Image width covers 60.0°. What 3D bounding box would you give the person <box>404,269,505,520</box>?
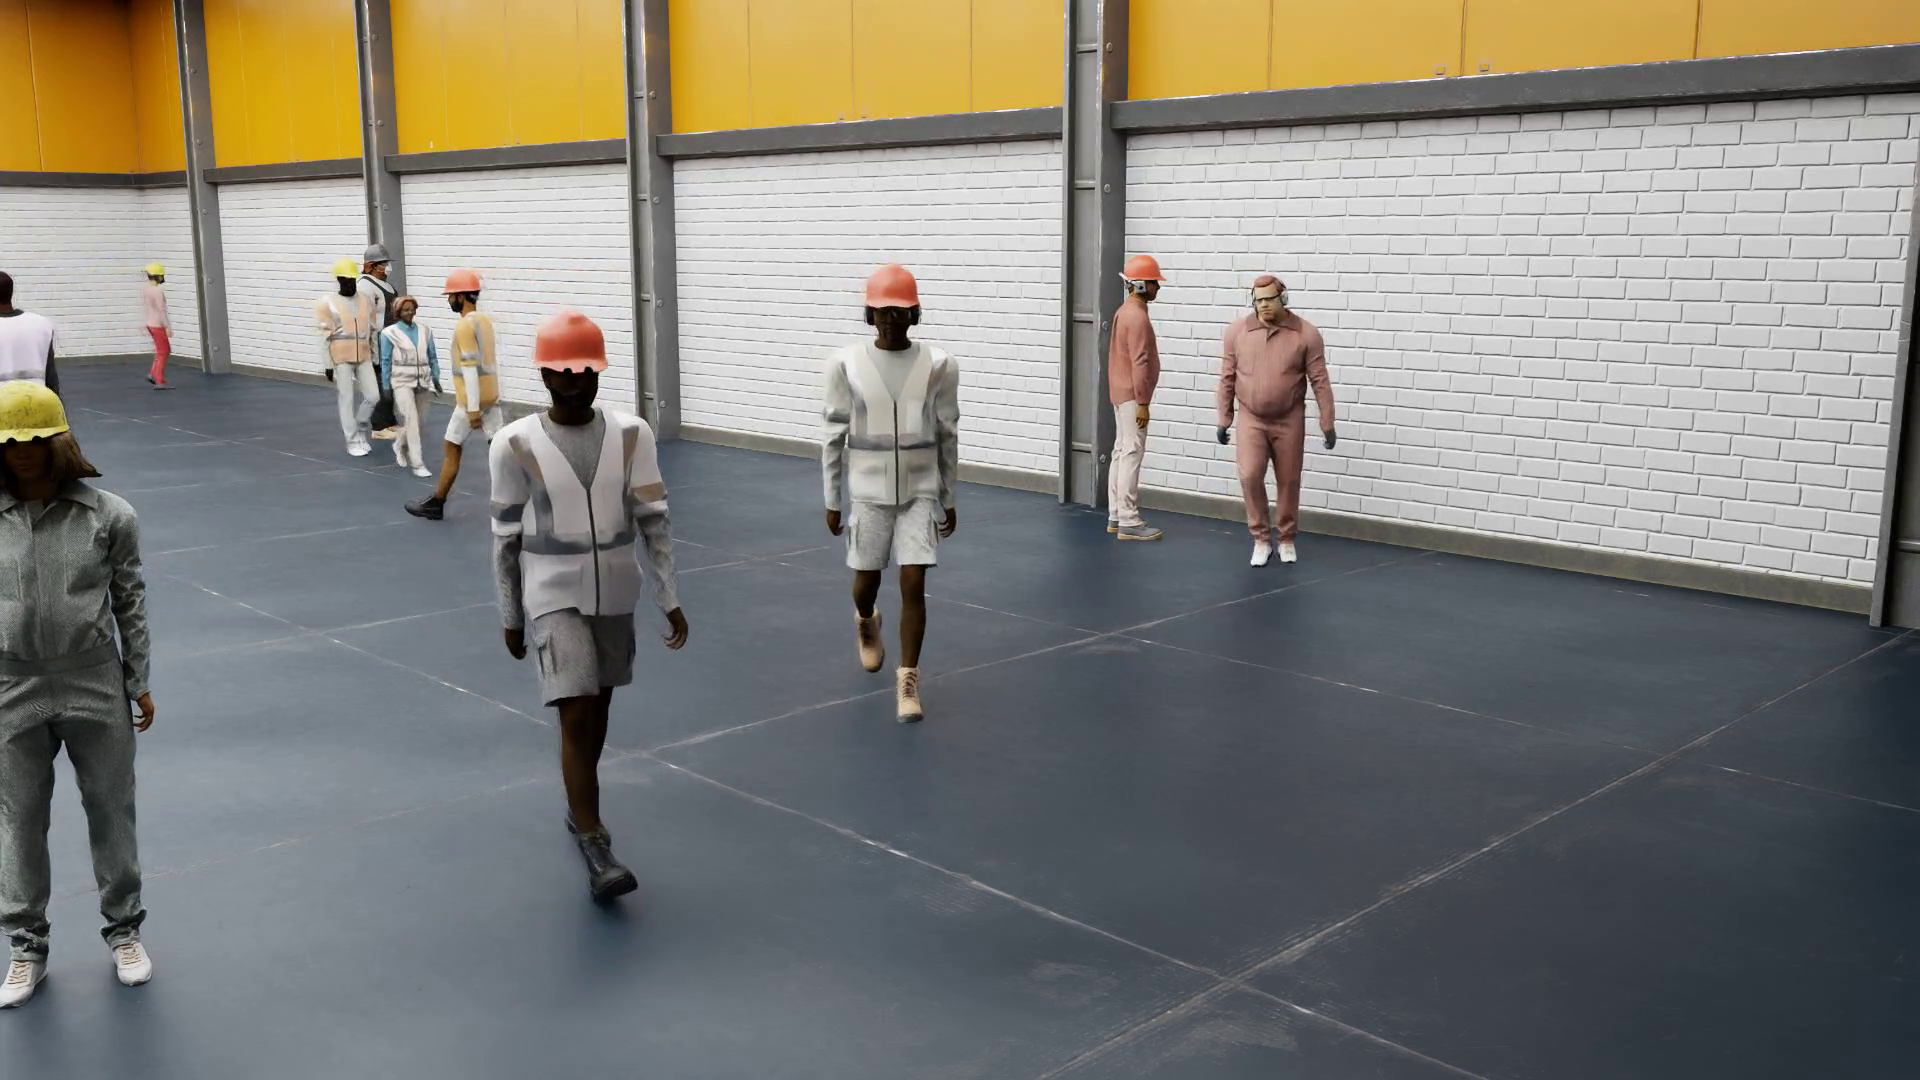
[{"bbox_3d":[-3.646,-1.066,12.392,1.016,1.880,0.570,1,10,6],"label":"person"}]

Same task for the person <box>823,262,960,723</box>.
[{"bbox_3d":[-0.311,-0.239,7.522,0.614,2.023,0.791,-1,10,-7],"label":"person"}]

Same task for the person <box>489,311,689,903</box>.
[{"bbox_3d":[-1.217,0.200,5.470,0.555,1.882,0.979,-6,12,-30],"label":"person"}]

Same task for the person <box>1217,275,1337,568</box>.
[{"bbox_3d":[2.033,-0.756,10.699,0.790,1.871,0.677,3,11,16],"label":"person"}]

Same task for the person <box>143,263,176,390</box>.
[{"bbox_3d":[-11.063,-2.948,23.007,0.363,1.753,0.540,-10,14,-43],"label":"person"}]

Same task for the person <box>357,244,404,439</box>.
[{"bbox_3d":[-6.057,-2.094,17.563,0.537,2.000,0.682,0,10,-1],"label":"person"}]

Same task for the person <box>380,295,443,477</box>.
[{"bbox_3d":[-4.952,-1.390,14.892,0.752,1.611,0.514,8,13,38],"label":"person"}]

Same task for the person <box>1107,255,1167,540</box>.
[{"bbox_3d":[1.248,-1.005,11.749,0.395,1.993,0.614,-1,10,-5],"label":"person"}]

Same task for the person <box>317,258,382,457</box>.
[{"bbox_3d":[-5.855,-1.752,16.037,0.416,1.912,0.620,10,14,42],"label":"person"}]

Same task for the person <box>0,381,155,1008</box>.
[{"bbox_3d":[-2.515,0.426,4.633,0.493,1.742,0.322,-5,12,-25],"label":"person"}]

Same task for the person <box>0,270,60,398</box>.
[{"bbox_3d":[-6.482,-0.901,11.439,0.494,1.901,0.611,7,13,34],"label":"person"}]
